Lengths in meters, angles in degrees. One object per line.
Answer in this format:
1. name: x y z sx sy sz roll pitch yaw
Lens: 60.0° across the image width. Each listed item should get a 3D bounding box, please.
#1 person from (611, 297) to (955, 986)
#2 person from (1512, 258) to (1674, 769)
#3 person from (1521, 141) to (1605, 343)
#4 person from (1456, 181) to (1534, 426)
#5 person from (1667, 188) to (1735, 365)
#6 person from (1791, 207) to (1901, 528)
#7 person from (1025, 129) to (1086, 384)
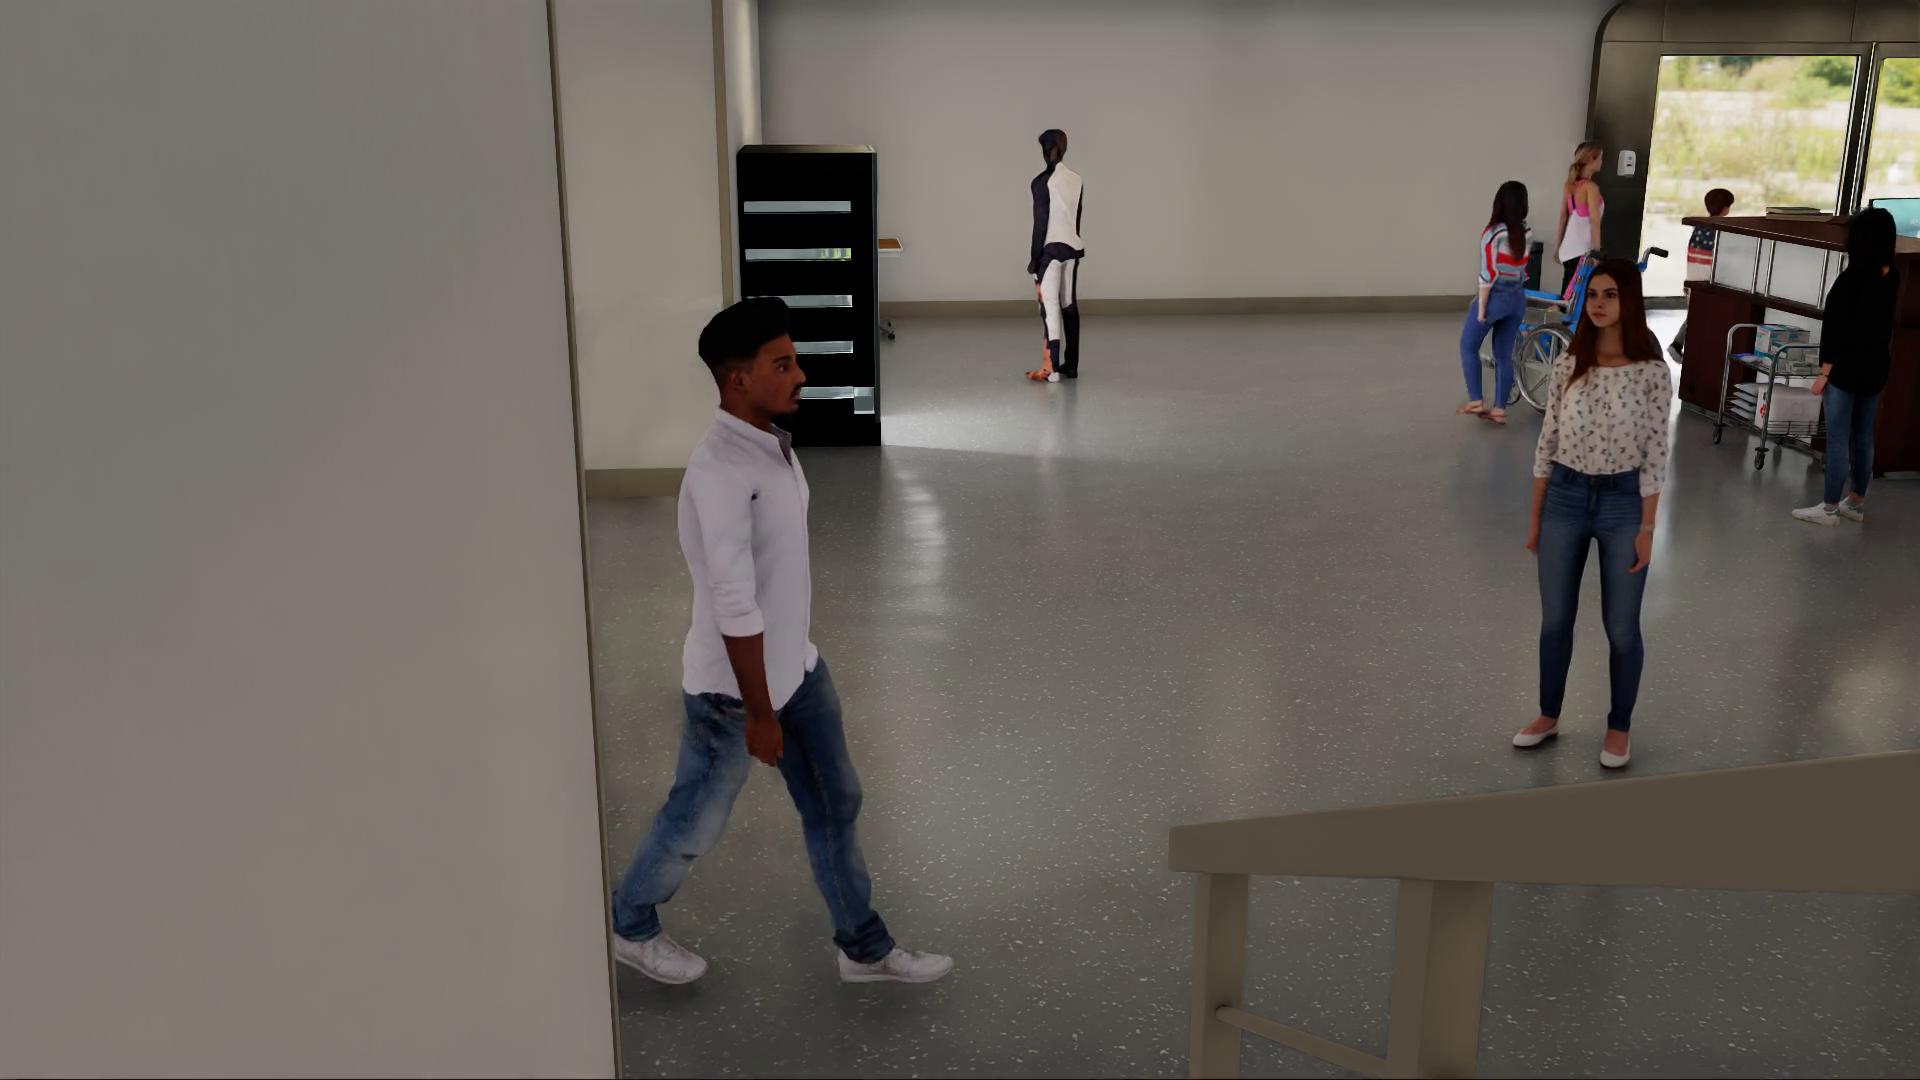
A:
1. person: -0.595 0.318 4.103 0.955 1.770 1.186 3 16 11
2. person: 2.161 -0.088 5.626 0.671 1.725 0.717 11 19 34
3. person: 4.737 -2.200 13.053 0.700 1.759 1.058 -2 16 -6
4. person: 3.655 -1.556 11.067 0.682 1.599 0.691 -7 17 -24
5. person: 5.829 -2.044 13.103 0.683 1.432 0.638 -6 17 -20
6. person: 4.659 -0.900 8.651 0.631 1.646 0.616 -7 17 -23
7. person: 0.739 -2.169 12.699 0.773 1.892 0.806 -14 21 -42
